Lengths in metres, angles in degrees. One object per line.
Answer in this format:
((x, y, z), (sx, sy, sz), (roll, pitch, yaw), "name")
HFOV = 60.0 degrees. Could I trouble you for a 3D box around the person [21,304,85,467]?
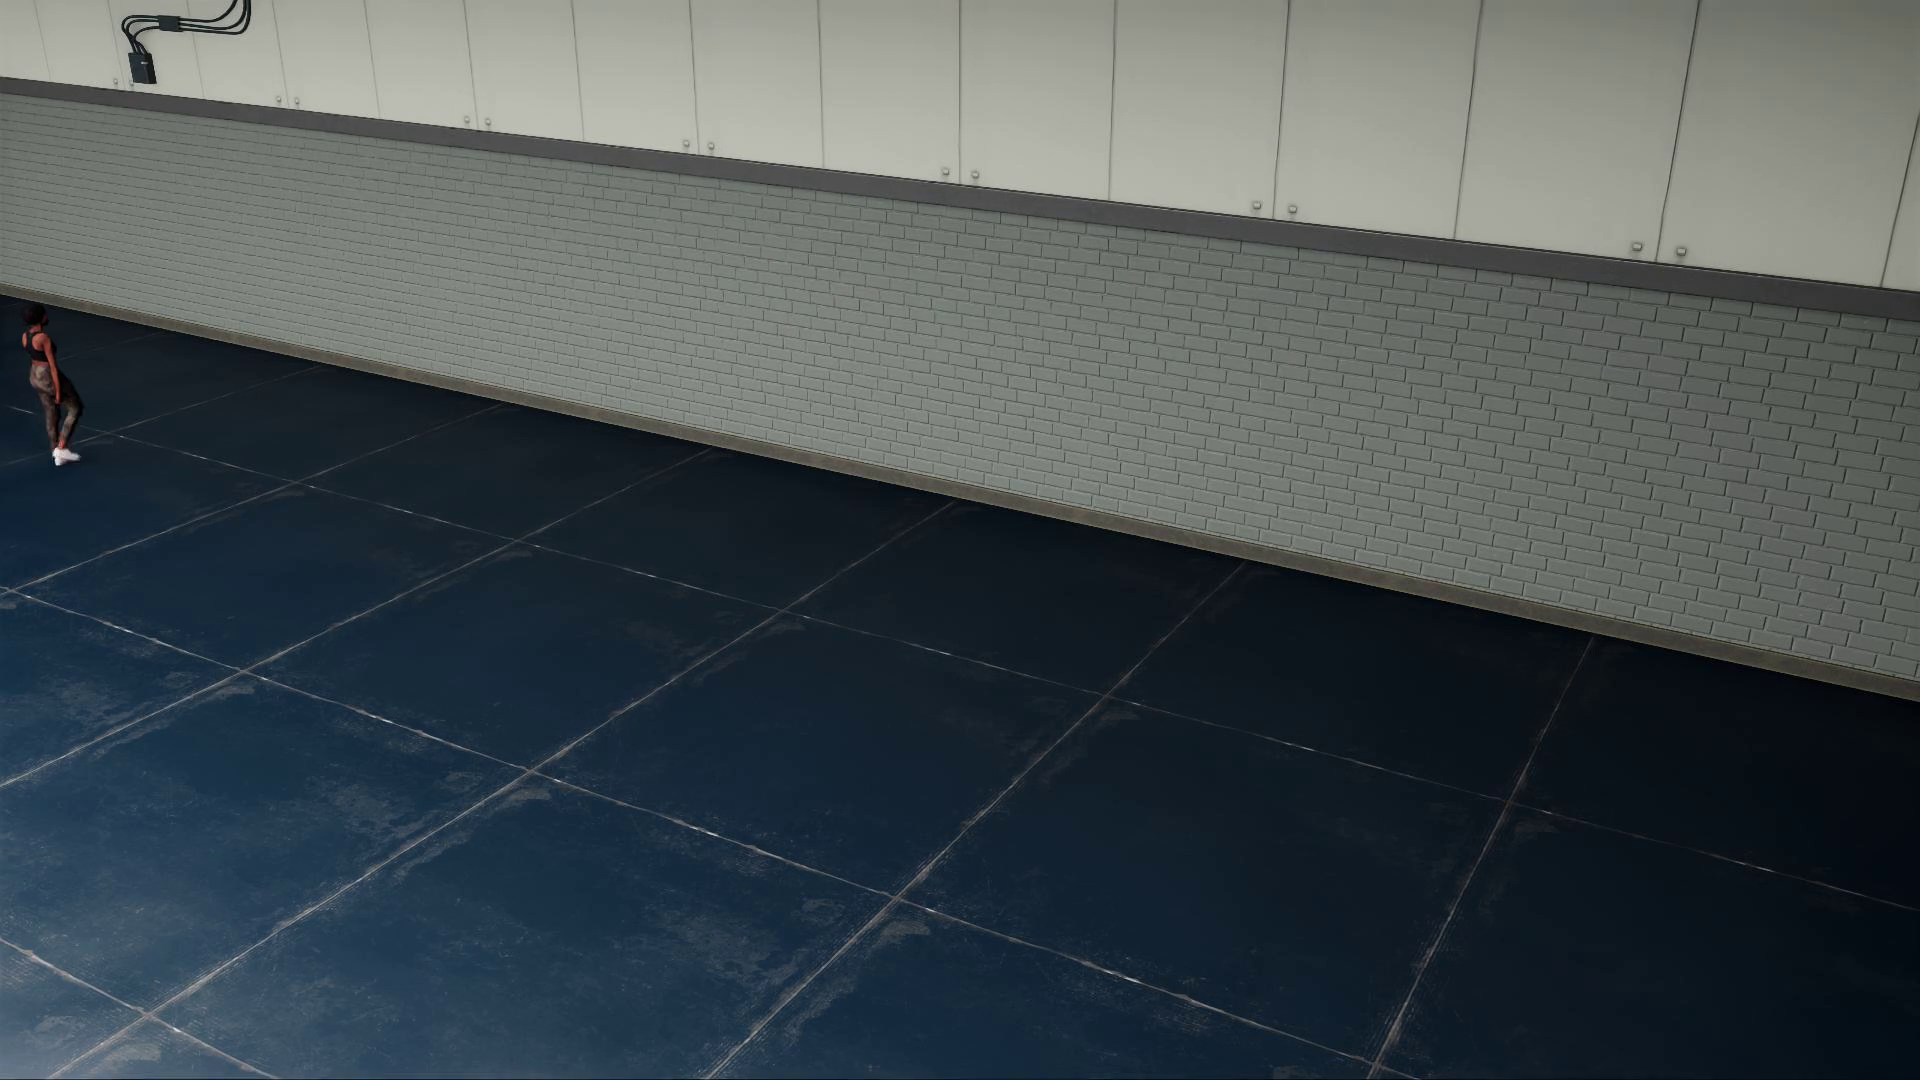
((-9.286, -1.542, 16.826), (0.589, 1.687, 0.625), (11, 25, 24), "person")
